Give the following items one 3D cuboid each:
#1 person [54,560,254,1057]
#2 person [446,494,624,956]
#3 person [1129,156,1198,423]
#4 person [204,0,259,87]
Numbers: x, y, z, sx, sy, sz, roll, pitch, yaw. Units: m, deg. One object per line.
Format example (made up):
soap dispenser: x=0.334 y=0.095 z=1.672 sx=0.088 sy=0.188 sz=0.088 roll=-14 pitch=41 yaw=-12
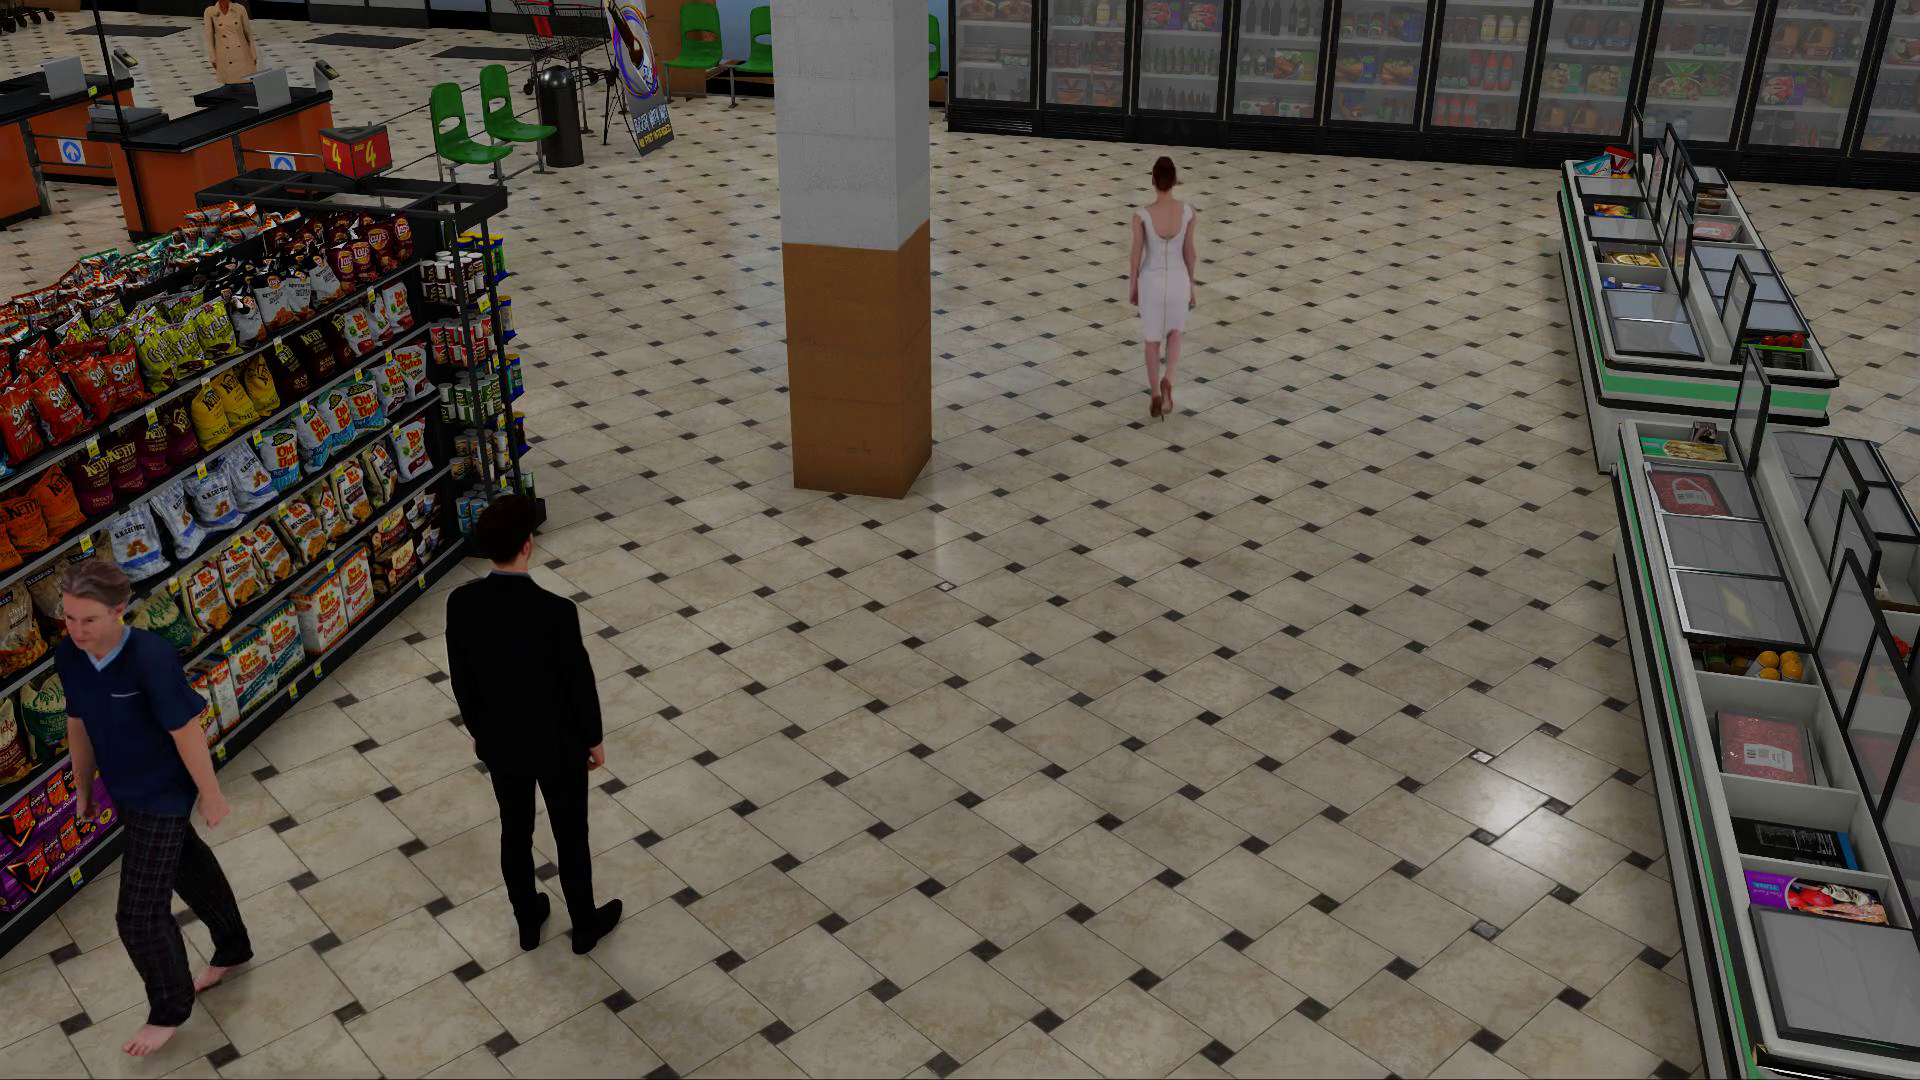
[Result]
person: x=-2.769 y=0.853 z=5.881 sx=0.784 sy=1.838 sz=0.916 roll=13 pitch=30 yaw=25
person: x=-1.570 y=0.711 z=6.101 sx=0.709 sy=1.894 sz=0.632 roll=4 pitch=27 yaw=8
person: x=1.310 y=-1.561 z=10.703 sx=0.698 sy=1.783 sz=0.825 roll=1 pitch=27 yaw=1
person: x=-7.867 y=-5.220 z=18.029 sx=0.718 sy=1.681 sz=0.742 roll=-11 pitch=29 yaw=-20
